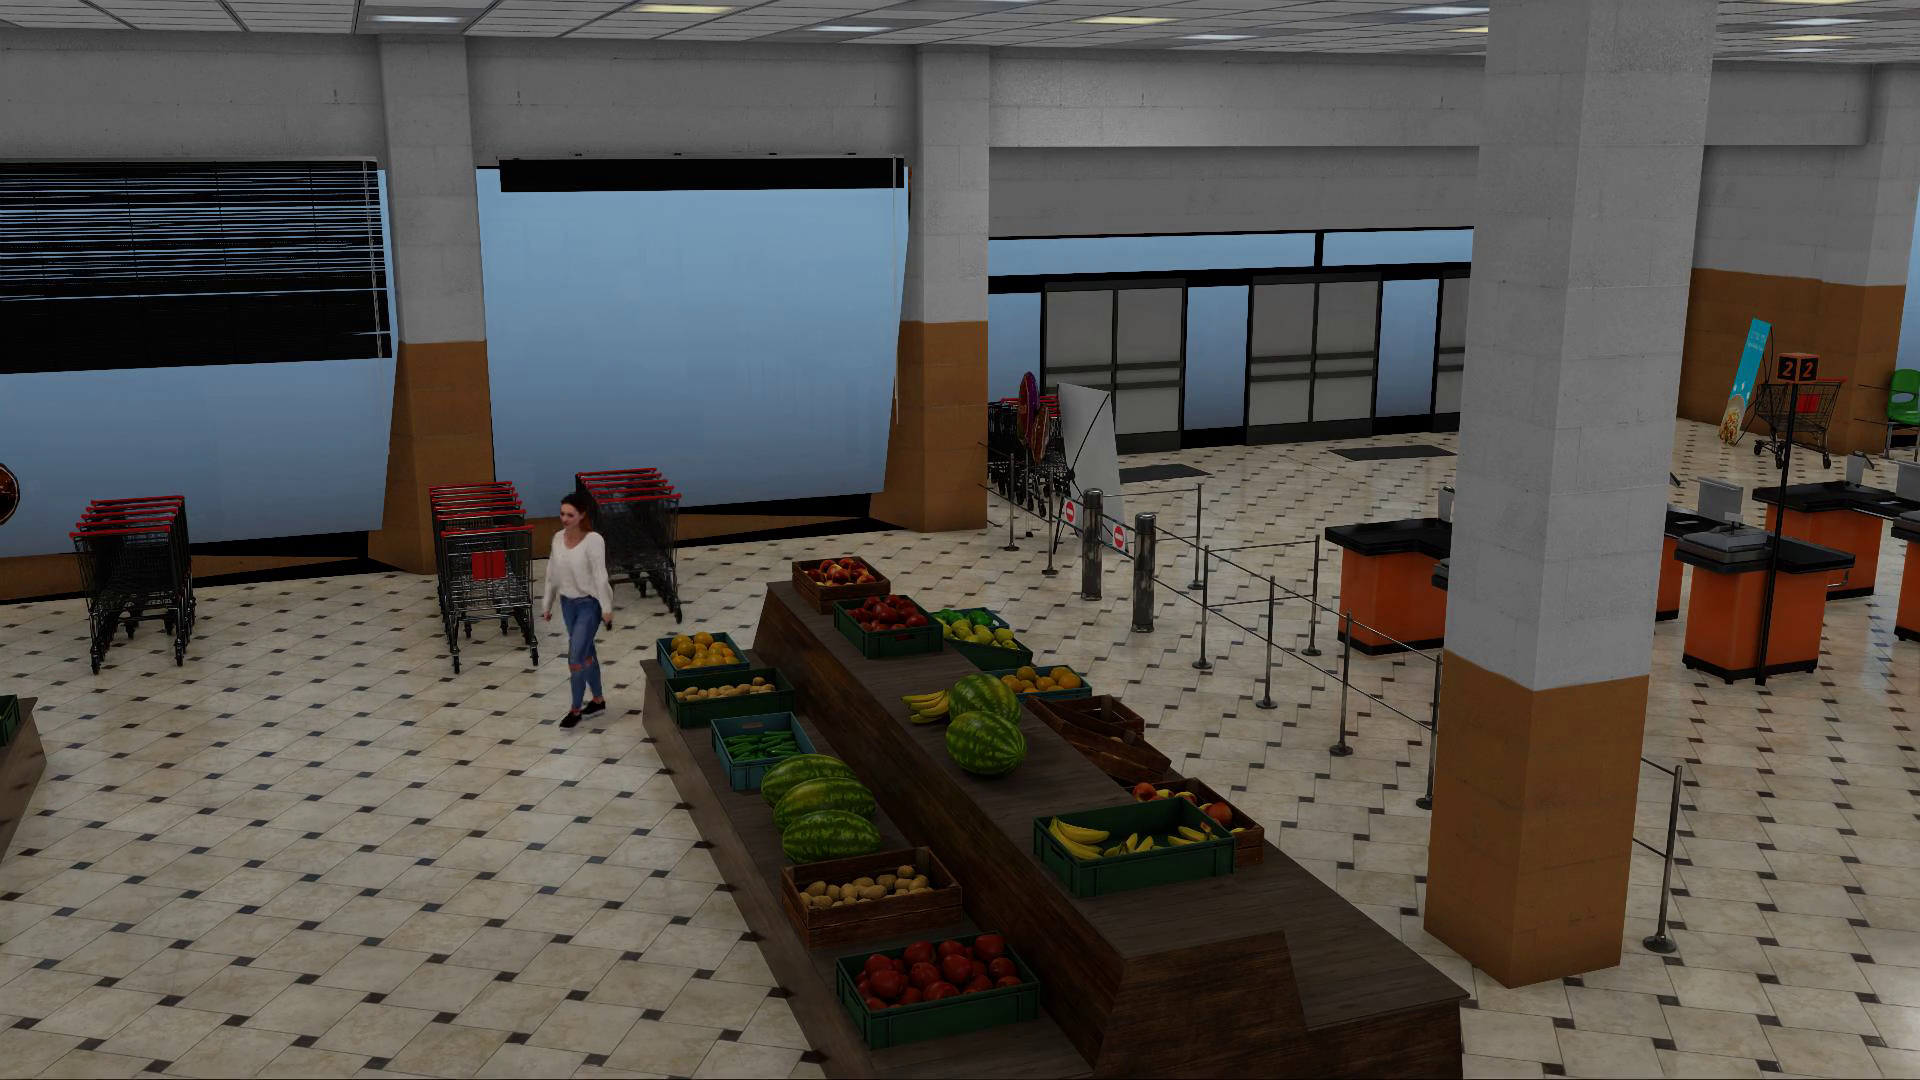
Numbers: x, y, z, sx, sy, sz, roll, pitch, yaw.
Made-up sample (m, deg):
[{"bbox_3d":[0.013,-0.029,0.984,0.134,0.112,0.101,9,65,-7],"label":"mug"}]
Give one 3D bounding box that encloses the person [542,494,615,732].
[{"bbox_3d":[-2.638,0.484,11.851,0.905,1.673,0.959,8,16,30],"label":"person"}]
